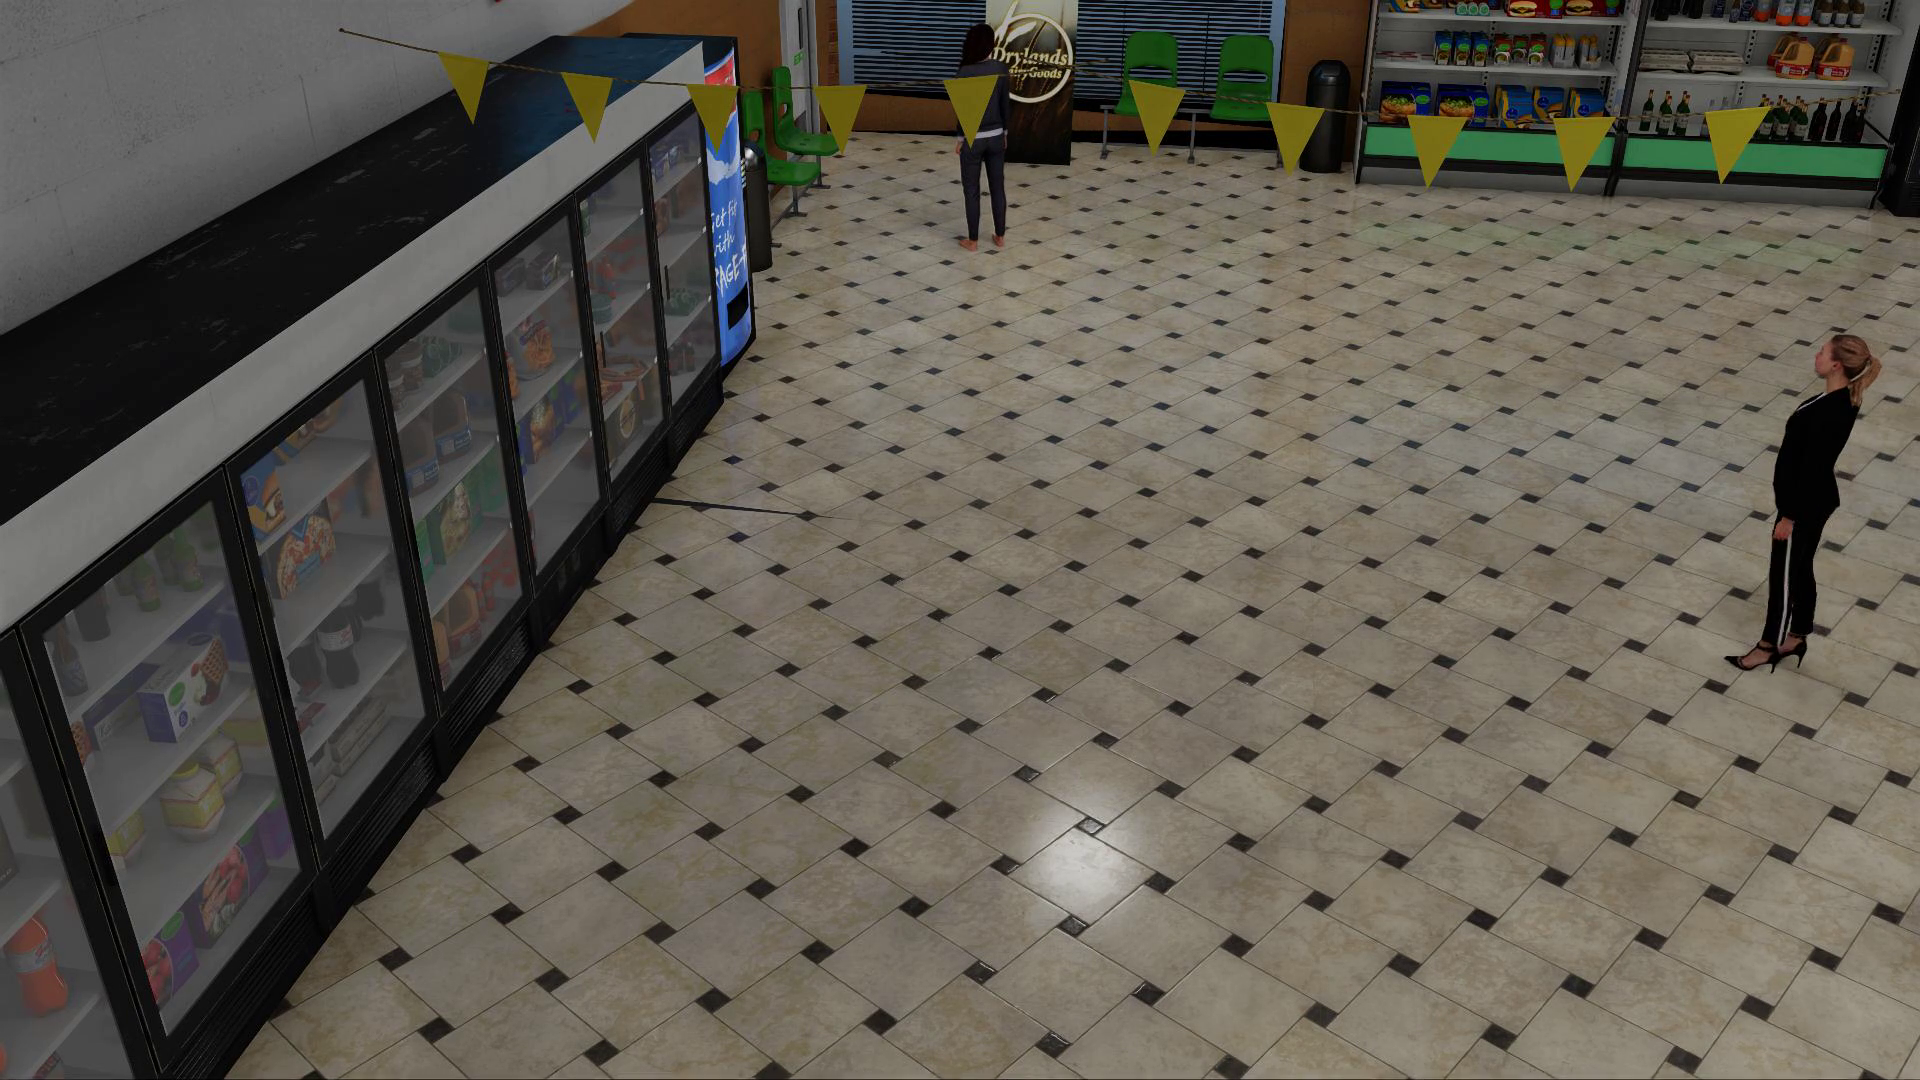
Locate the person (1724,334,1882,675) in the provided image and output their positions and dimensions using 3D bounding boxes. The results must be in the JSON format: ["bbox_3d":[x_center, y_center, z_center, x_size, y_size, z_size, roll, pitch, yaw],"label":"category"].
[{"bbox_3d":[3.909,-0.139,7.641,0.719,1.708,0.703,24,37,36],"label":"person"}]

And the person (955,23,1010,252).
[{"bbox_3d":[0.183,-3.174,13.139,0.637,1.767,0.746,-11,31,-20],"label":"person"}]
